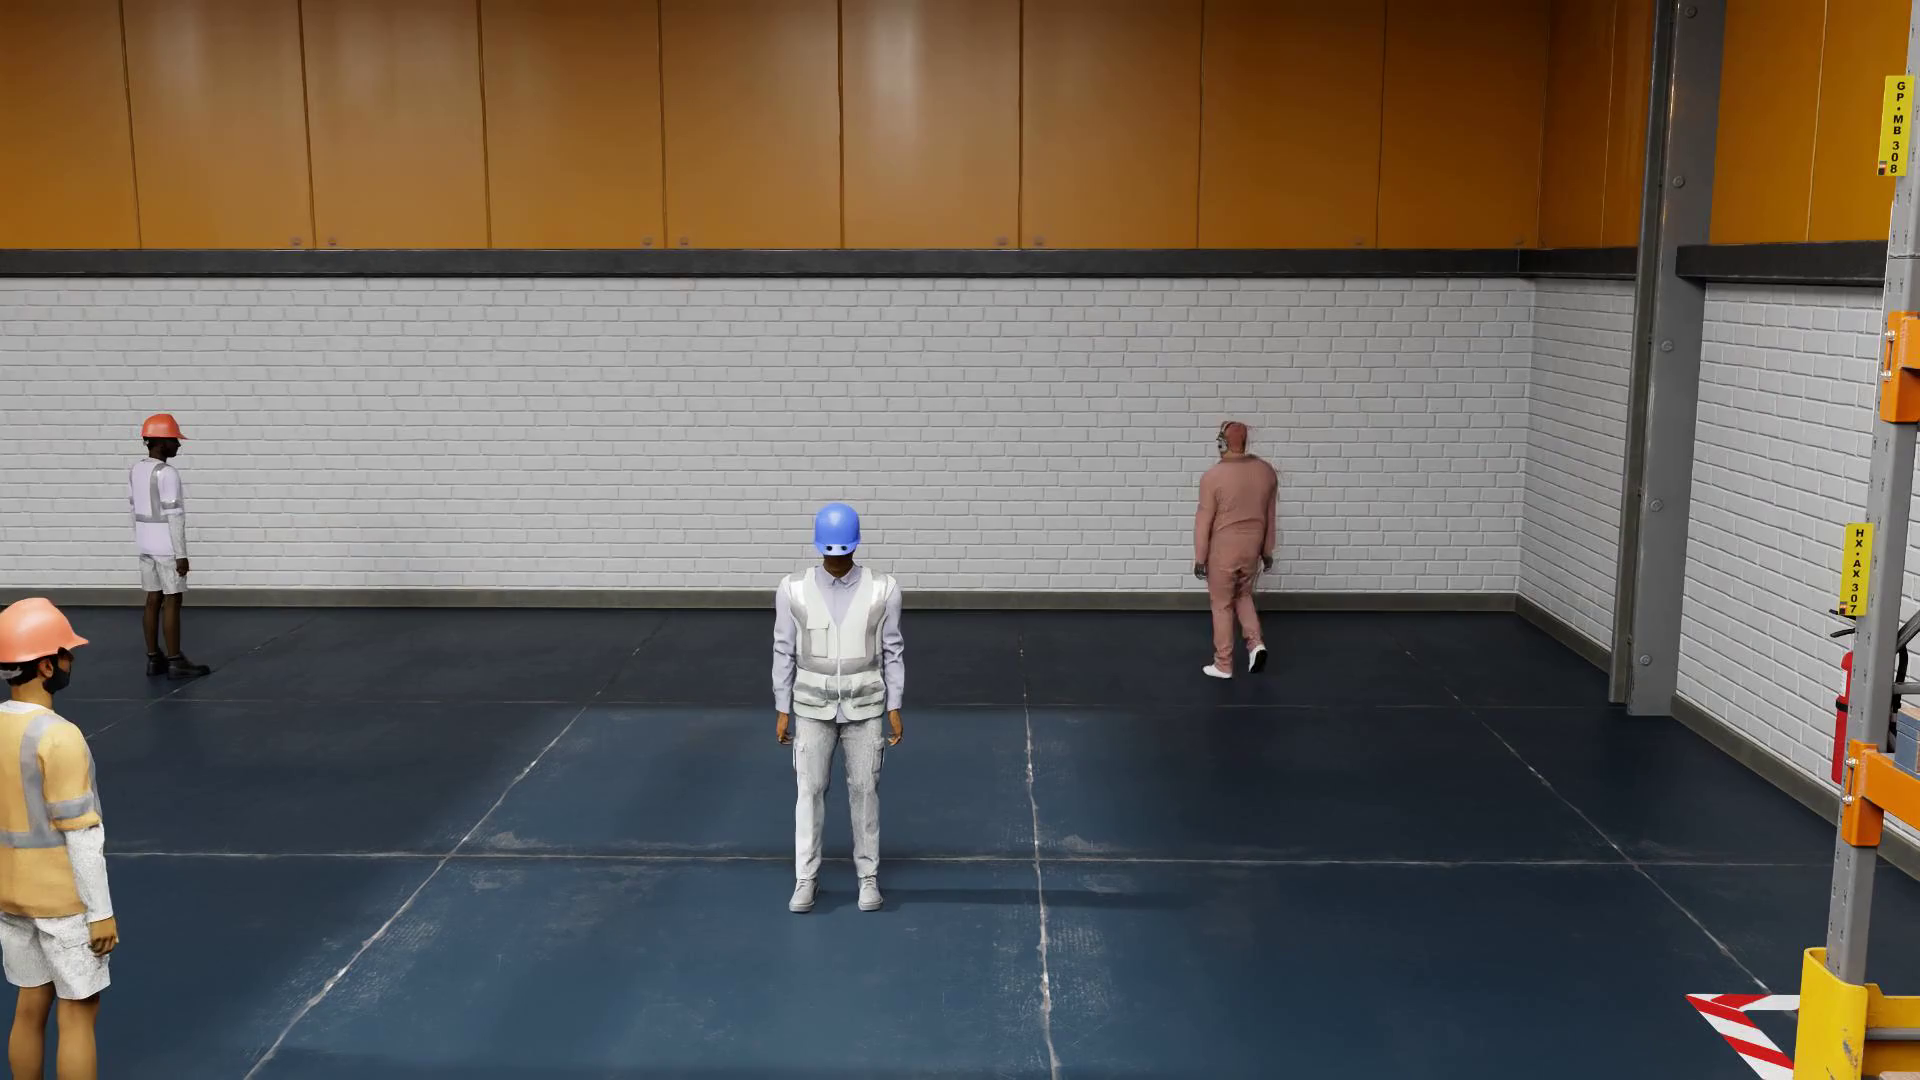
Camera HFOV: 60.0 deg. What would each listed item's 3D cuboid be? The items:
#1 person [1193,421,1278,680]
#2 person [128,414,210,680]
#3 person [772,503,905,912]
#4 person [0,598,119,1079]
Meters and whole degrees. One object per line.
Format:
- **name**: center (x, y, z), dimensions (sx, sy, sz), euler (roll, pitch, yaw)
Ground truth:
- **person**: center (1.969, 0.083, 12.004), dimensions (0.672, 1.892, 0.454), euler (-5, 11, -26)
- **person**: center (-5.777, 0.049, 12.099), dimensions (0.547, 1.934, 0.376), euler (7, 12, 35)
- **person**: center (-0.562, 0.778, 7.724), dimensions (0.615, 1.934, 0.414), euler (-1, 9, -3)
- **person**: center (-2.985, 1.149, 5.490), dimensions (0.543, 1.942, 0.349), euler (5, 11, 28)
